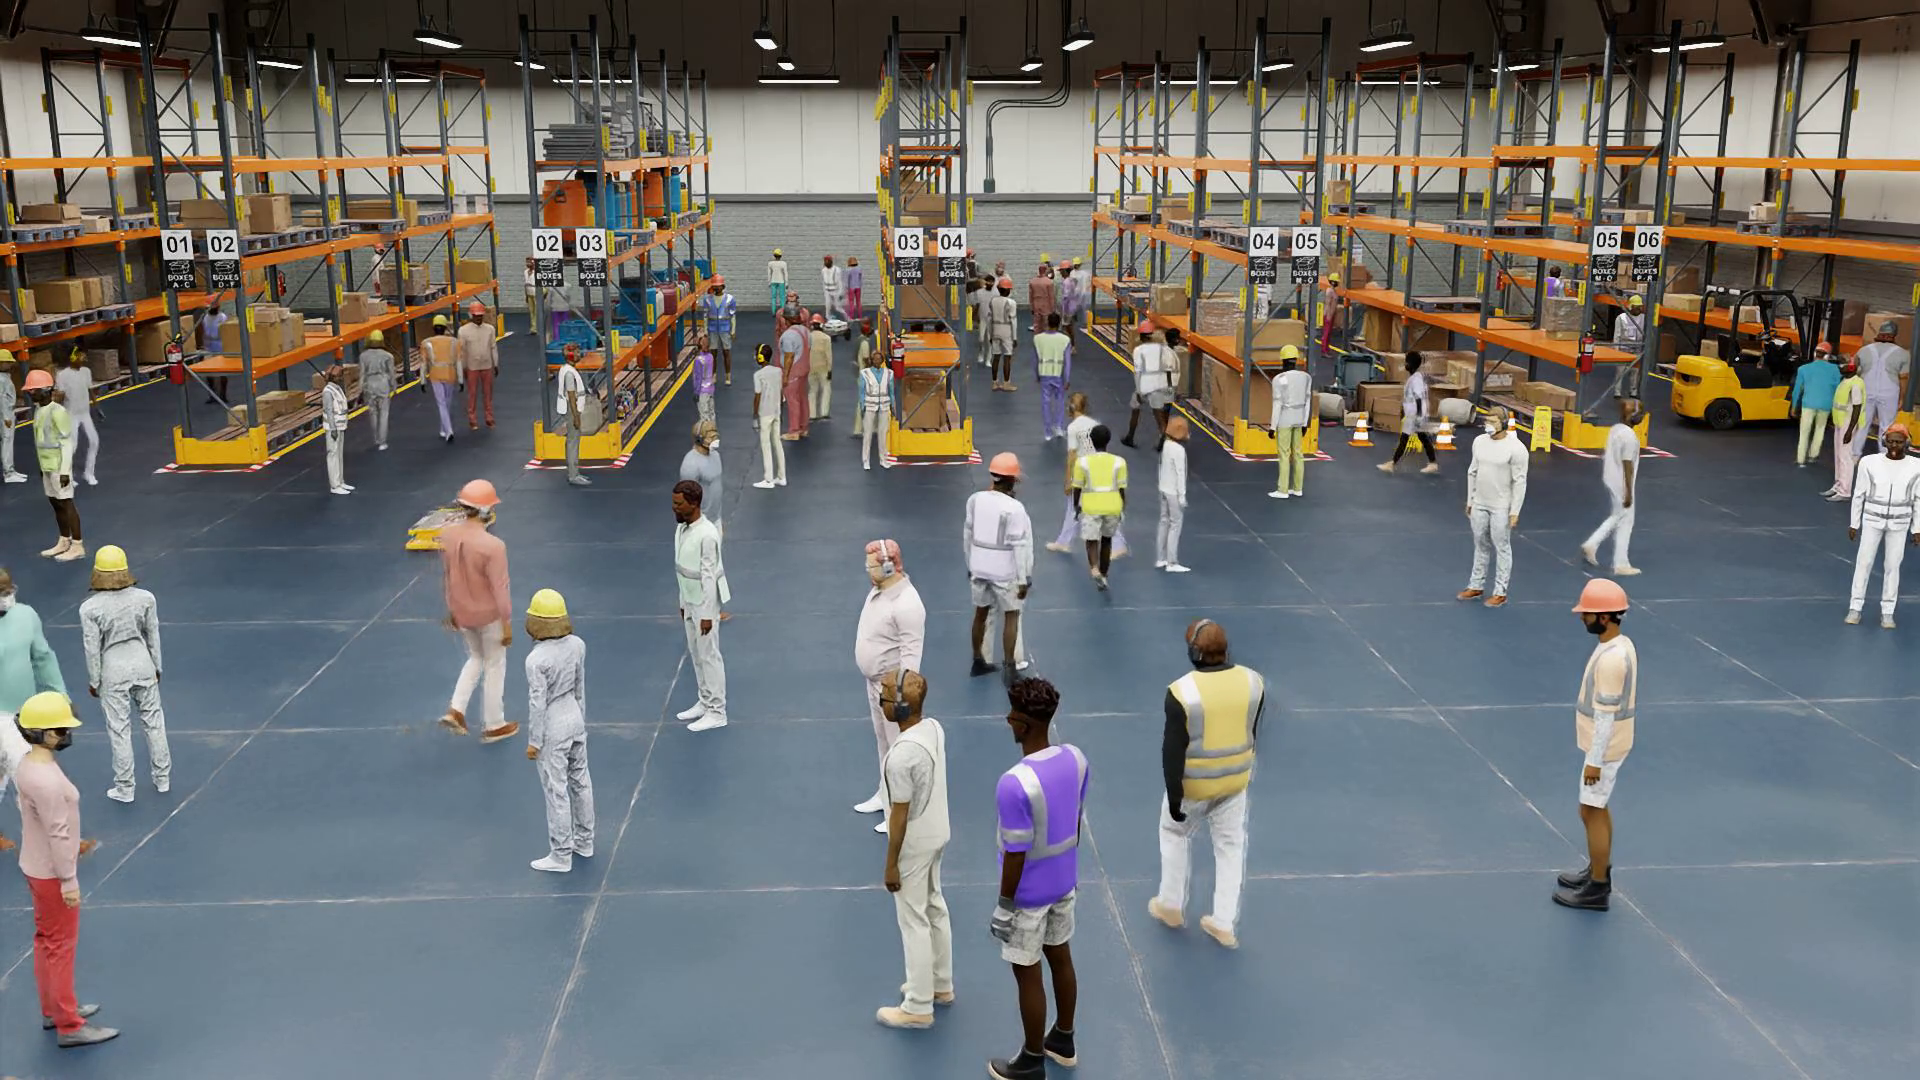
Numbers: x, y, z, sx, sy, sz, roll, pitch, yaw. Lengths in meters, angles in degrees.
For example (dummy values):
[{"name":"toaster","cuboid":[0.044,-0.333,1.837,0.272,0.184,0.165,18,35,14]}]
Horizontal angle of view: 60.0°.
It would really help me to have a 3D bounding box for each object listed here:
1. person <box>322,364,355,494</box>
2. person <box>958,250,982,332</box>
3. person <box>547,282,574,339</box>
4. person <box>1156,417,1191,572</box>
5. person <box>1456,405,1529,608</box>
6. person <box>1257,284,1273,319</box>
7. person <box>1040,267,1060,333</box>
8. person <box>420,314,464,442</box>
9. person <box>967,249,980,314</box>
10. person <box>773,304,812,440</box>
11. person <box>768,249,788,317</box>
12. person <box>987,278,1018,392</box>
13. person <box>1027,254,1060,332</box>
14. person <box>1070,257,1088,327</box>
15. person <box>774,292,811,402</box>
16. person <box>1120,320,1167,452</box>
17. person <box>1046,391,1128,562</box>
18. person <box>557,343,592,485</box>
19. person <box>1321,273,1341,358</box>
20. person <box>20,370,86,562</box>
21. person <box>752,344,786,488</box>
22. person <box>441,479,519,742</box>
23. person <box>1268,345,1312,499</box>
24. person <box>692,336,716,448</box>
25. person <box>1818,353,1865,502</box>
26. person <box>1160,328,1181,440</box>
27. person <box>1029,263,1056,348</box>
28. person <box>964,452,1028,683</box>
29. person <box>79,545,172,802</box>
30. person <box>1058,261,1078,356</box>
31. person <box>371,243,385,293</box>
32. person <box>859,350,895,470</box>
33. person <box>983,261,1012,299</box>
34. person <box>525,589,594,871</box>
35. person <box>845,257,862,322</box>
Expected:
[{"name":"person","cuboid":[-7.906,-1.404,21.075,0.312,1.639,0.512,-2,13,-7]},{"name":"person","cuboid":[0.225,-5.921,39.462,0.809,1.980,0.608,12,18,42]},{"name":"person","cuboid":[-8.728,-5.057,36.312,0.573,1.746,0.346,-5,14,-19]},{"name":"person","cuboid":[2.202,-0.472,17.213,0.312,1.618,0.604,-3,14,-14]},{"name":"person","cuboid":[5.088,-0.324,15.858,0.377,1.940,0.628,-8,16,-31]},{"name":"person","cuboid":[7.019,-5.587,38.288,0.359,1.880,0.575,-3,14,-13]},{"name":"person","cuboid":[2.058,-5.460,38.269,0.504,1.631,0.282,-5,14,-20]},{"name":"person","cuboid":[-7.736,-2.423,24.869,0.610,1.886,0.928,-7,15,-26]},{"name":"person","cuboid":[0.291,-6.655,43.101,0.349,1.743,0.563,8,16,32]},{"name":"person","cuboid":[-2.534,-2.529,24.979,0.536,2.000,0.688,5,14,22]},{"name":"person","cuboid":[-4.693,-6.632,42.951,0.535,1.767,0.316,3,14,11]},{"name":"person","cuboid":[0.786,-3.680,29.852,0.615,2.040,0.391,10,17,37]},{"name":"person","cuboid":[2.031,-5.801,39.209,1.015,1.859,0.615,-12,18,-40]},{"name":"person","cuboid":[2.854,-5.990,40.331,0.538,1.718,0.902,10,17,37]},{"name":"person","cuboid":[-2.873,-3.312,28.602,0.638,1.903,0.408,0,13,1]},{"name":"person","cuboid":[2.716,-2.225,24.045,0.549,1.892,1.009,-6,15,-25]},{"name":"person","cuboid":[1.374,-0.677,17.702,0.996,1.792,0.566,8,15,30]},{"name":"person","cuboid":[-5.041,-1.641,21.627,0.390,1.850,0.565,-4,14,-17]},{"name":"person","cuboid":[7.748,-4.685,34.710,0.329,1.765,0.525,7,15,26]},{"name":"person","cuboid":[-9.602,-0.782,17.578,0.615,2.040,0.391,11,17,40]},{"name":"person","cuboid":[-2.467,-1.600,21.443,0.324,1.860,0.521,11,17,38]},{"name":"person","cuboid":[-3.506,0.537,12.119,0.642,1.976,0.484,8,15,30]},{"name":"person","cuboid":[4.091,-1.472,20.753,0.594,1.922,0.384,-8,15,-29]},{"name":"person","cuboid":[-3.726,-2.146,24.219,0.307,1.641,0.512,3,14,13]},{"name":"person","cuboid":[10.966,-1.388,20.565,0.372,1.843,0.570,3,14,14]},{"name":"person","cuboid":[3.133,-2.335,24.916,0.319,1.690,0.540,2,13,9]},{"name":"person","cuboid":[1.784,-4.916,35.380,0.636,1.911,0.405,11,17,39]},{"name":"person","cuboid":[0.297,0.237,13.558,0.644,1.914,0.473,9,16,34]},{"name":"person","cuboid":[-5.598,0.888,11.146,0.294,1.744,0.486,12,18,41]},{"name":"person","cuboid":[2.237,-4.821,34.785,0.443,2.010,0.706,2,14,10]},{"name":"person","cuboid":[-14.659,-6.529,42.051,0.407,1.985,0.618,-4,14,-17]},{"name":"person","cuboid":[-1.131,-1.781,22.667,0.515,1.641,0.315,-5,14,-19]},{"name":"person","cuboid":[0.814,-5.281,37.049,0.661,1.867,0.950,0,13,-1]},{"name":"person","cuboid":[-2.448,1.143,10.063,0.295,1.744,0.484,6,15,24]},{"name":"person","cuboid":[-2.677,-6.322,41.944,0.493,1.625,0.280,-9,16,-34]}]
